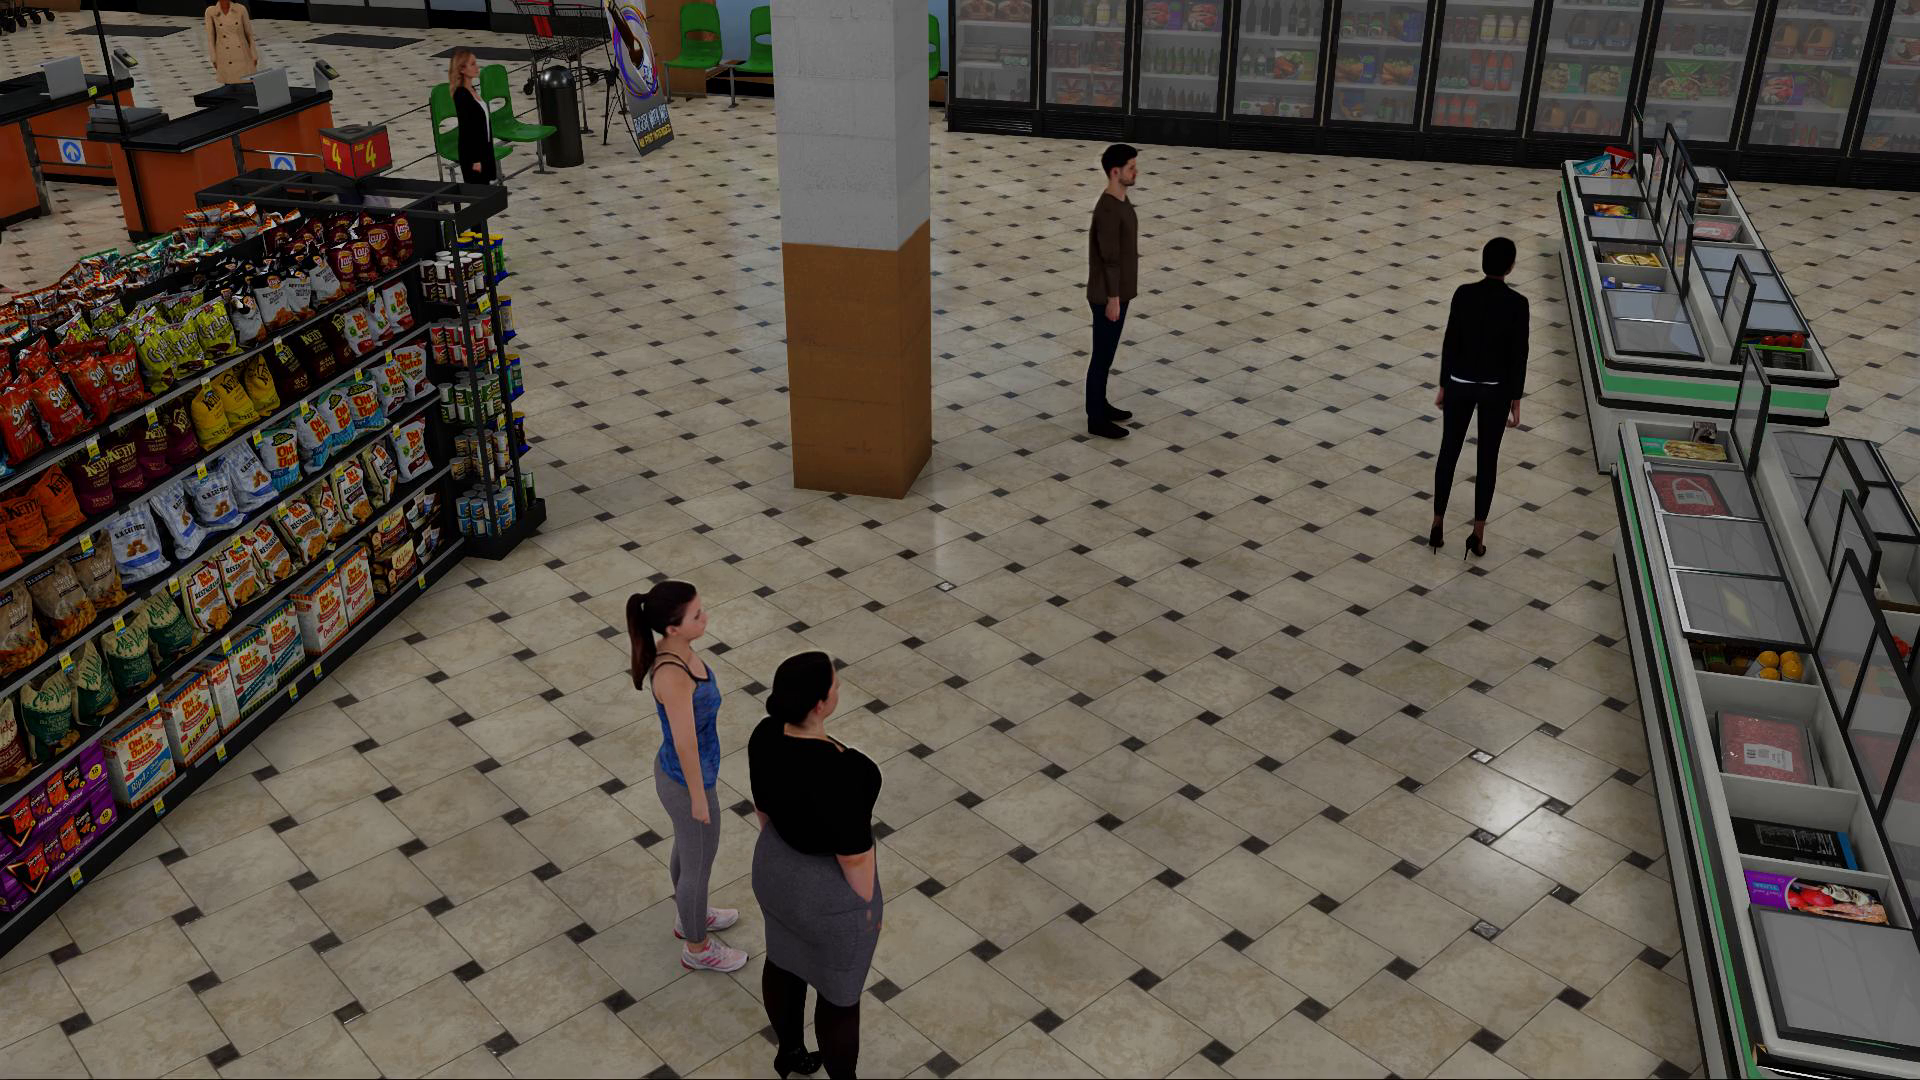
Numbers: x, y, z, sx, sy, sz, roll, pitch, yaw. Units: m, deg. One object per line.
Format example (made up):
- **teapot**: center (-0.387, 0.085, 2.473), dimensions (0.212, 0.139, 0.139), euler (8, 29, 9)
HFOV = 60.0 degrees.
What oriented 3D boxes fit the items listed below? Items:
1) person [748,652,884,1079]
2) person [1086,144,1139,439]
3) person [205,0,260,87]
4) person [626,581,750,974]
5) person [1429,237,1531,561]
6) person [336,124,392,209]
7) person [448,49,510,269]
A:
- **person**: center (-0.477, 1.138, 5.407), dimensions (0.787, 1.760, 0.771), euler (-24, 36, -39)
- **person**: center (0.966, -1.603, 10.672), dimensions (0.720, 1.887, 0.507), euler (5, 27, 9)
- **person**: center (-7.867, -5.222, 18.034), dimensions (0.717, 1.682, 0.738), euler (-10, 29, -19)
- **person**: center (-0.996, 0.864, 6.112), dimensions (0.712, 1.610, 0.619), euler (-6, 28, -12)
- **person**: center (2.820, -0.764, 9.075), dimensions (0.672, 1.834, 0.621), euler (16, 31, 28)
- **person**: center (-4.039, -1.934, 11.391), dimensions (0.819, 1.826, 0.626), euler (-2, 27, -3)
- **person**: center (-4.039, -3.158, 13.832), dimensions (0.731, 1.801, 0.583), euler (-2, 27, -5)
